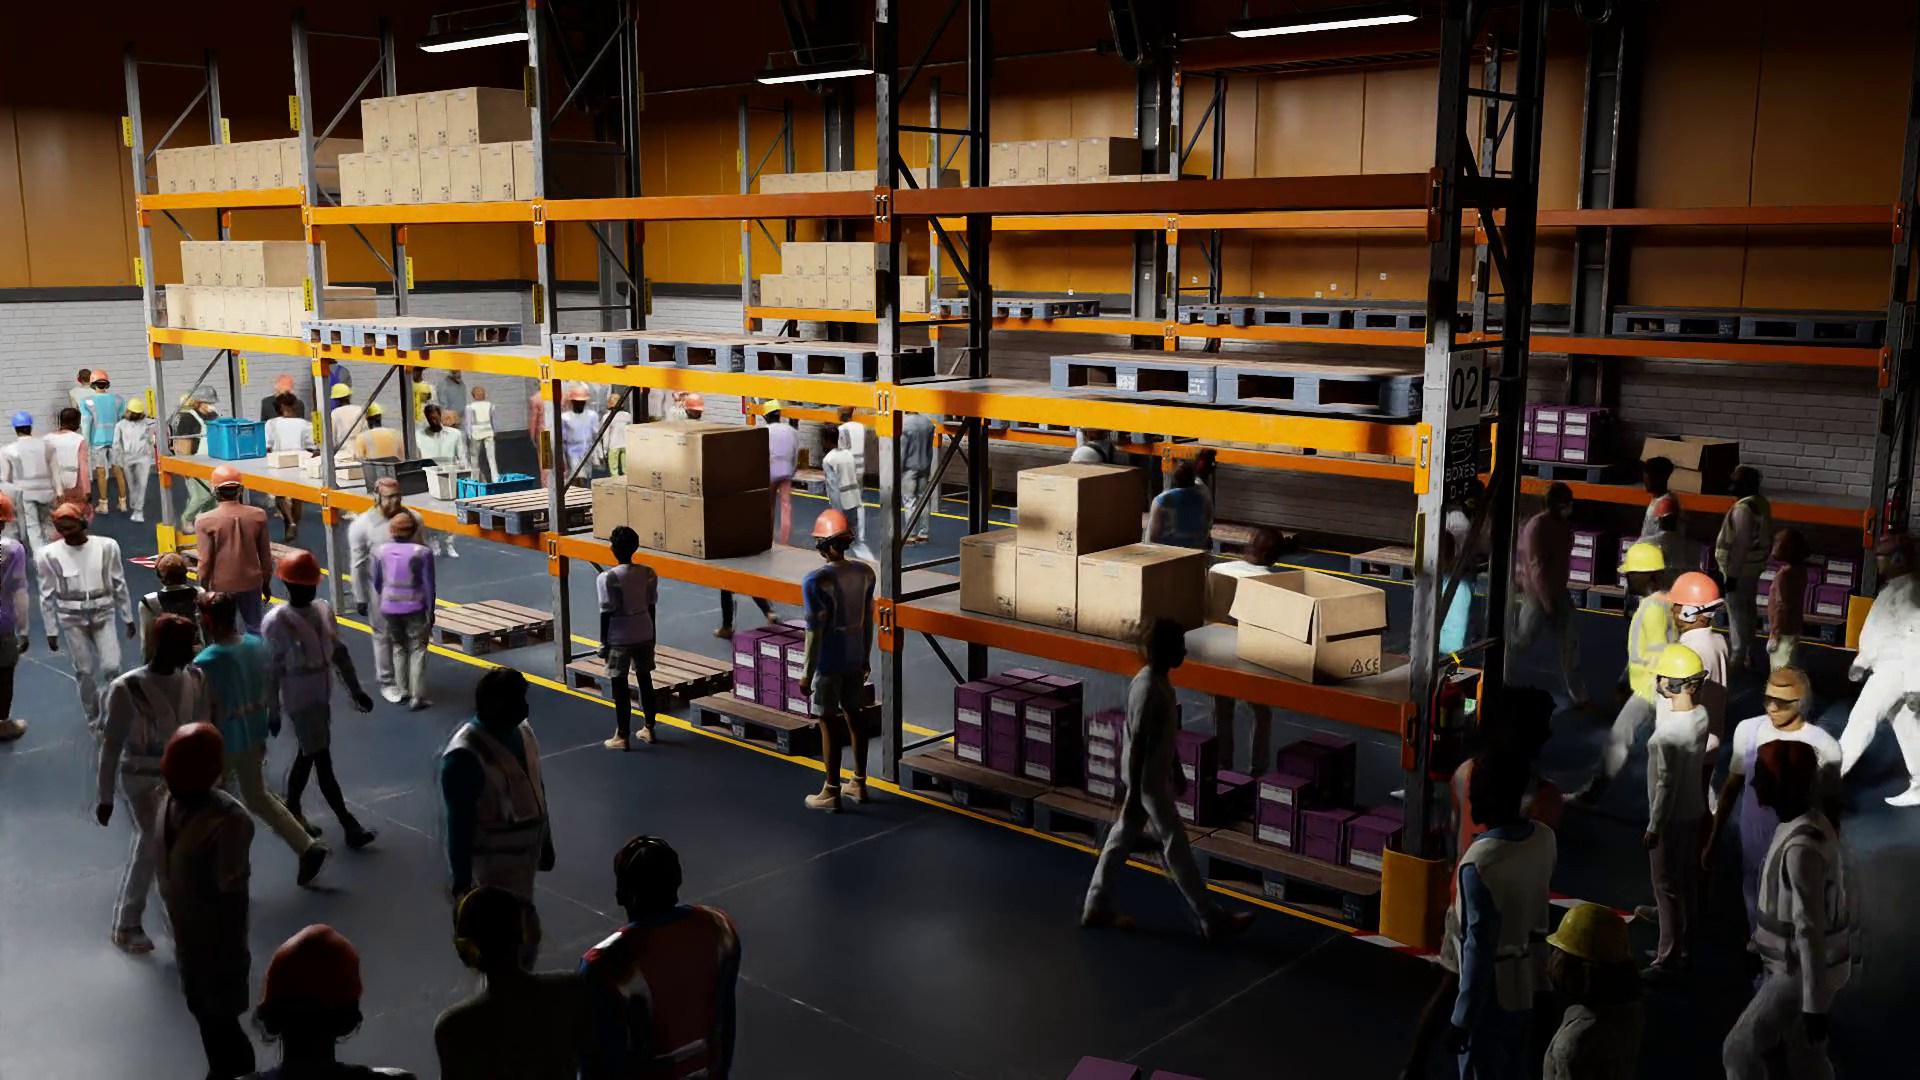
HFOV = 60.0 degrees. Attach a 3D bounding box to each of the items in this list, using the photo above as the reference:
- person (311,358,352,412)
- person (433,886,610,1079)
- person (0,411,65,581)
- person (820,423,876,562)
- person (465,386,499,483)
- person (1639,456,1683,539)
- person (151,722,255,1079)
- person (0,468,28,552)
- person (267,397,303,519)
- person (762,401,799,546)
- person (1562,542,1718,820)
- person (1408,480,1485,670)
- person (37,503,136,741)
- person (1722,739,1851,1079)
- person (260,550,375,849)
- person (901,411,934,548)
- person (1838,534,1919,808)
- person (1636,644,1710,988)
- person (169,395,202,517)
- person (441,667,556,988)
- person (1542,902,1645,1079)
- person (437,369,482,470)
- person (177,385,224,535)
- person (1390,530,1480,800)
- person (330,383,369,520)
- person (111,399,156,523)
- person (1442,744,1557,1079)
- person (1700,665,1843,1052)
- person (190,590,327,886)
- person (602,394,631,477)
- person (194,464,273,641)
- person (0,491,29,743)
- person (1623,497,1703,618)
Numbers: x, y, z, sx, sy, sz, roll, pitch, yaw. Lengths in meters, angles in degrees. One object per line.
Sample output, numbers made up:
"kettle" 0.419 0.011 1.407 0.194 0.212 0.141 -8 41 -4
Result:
"person" -11.066 -2.394 29.227 0.714 2.000 0.536 -9 13 -41
"person" -1.378 1.954 5.287 0.584 1.809 0.955 -9 13 -41
"person" -10.573 -0.505 18.875 0.935 1.911 0.621 9 14 42
"person" -1.184 -0.333 18.090 0.803 1.877 0.612 5 11 24
"person" -7.504 -1.622 26.133 0.536 1.591 0.883 -7 12 -36
"person" 6.215 0.225 14.726 0.451 1.935 0.661 3 11 18
"person" -3.194 1.630 6.945 0.739 1.891 0.413 7 12 35
"person" -9.565 0.000 16.501 0.334 1.749 0.575 9 13 41
"person" -9.397 -1.142 23.120 0.316 1.695 0.542 9 13 41
"person" -2.303 -0.797 20.706 0.601 1.854 0.960 -4 11 -22
"person" 4.535 0.938 10.906 1.052 1.863 0.596 5 11 28
"person" 4.198 0.385 14.118 0.829 1.842 0.535 -1 10 -7
"person" -6.607 0.631 12.640 0.641 1.862 0.476 -7 12 -33
"person" 3.245 1.700 6.589 0.678 1.856 0.653 5 11 27
"person" -4.039 0.998 10.464 0.814 1.905 0.574 3 11 18
"person" -0.590 -0.875 20.926 0.357 1.938 0.638 9 13 41
"person" 6.169 0.881 11.206 0.962 1.859 0.662 5 11 26
"person" 3.641 1.403 8.535 0.315 1.767 0.535 9 13 41
"person" -10.872 -1.195 23.425 0.492 1.697 0.896 -10 14 -44
"person" -2.071 1.496 7.834 0.608 1.820 0.646 2 10 13
"person" 1.963 1.990 5.282 0.304 1.743 0.494 9 13 41
"person" -8.419 -2.015 27.694 1.031 1.828 0.654 5 11 28
"person" -9.711 -1.017 21.439 0.639 2.000 0.707 4 11 20
"person" 3.362 0.852 11.339 0.694 1.873 0.671 2 10 12
"person" -8.500 -1.222 22.990 0.536 1.896 0.612 9 13 40
"person" -11.317 -1.083 22.783 0.567 1.680 0.825 -4 11 -23
"person" 2.045 1.717 6.327 0.377 1.917 0.600 9 13 41
"person" 3.794 1.486 7.887 0.622 1.823 0.531 -6 12 -30
"person" -4.178 1.183 9.664 0.845 1.821 0.566 2 10 13
"person" -5.016 -1.324 24.328 0.269 1.632 0.509 9 13 41
"person" -5.993 0.369 13.735 0.392 1.991 0.625 9 13 41
"person" -7.213 0.612 12.397 0.616 1.973 0.891 -3 10 -16
"person" 5.834 0.501 13.816 0.560 1.718 0.829 1 10 3
